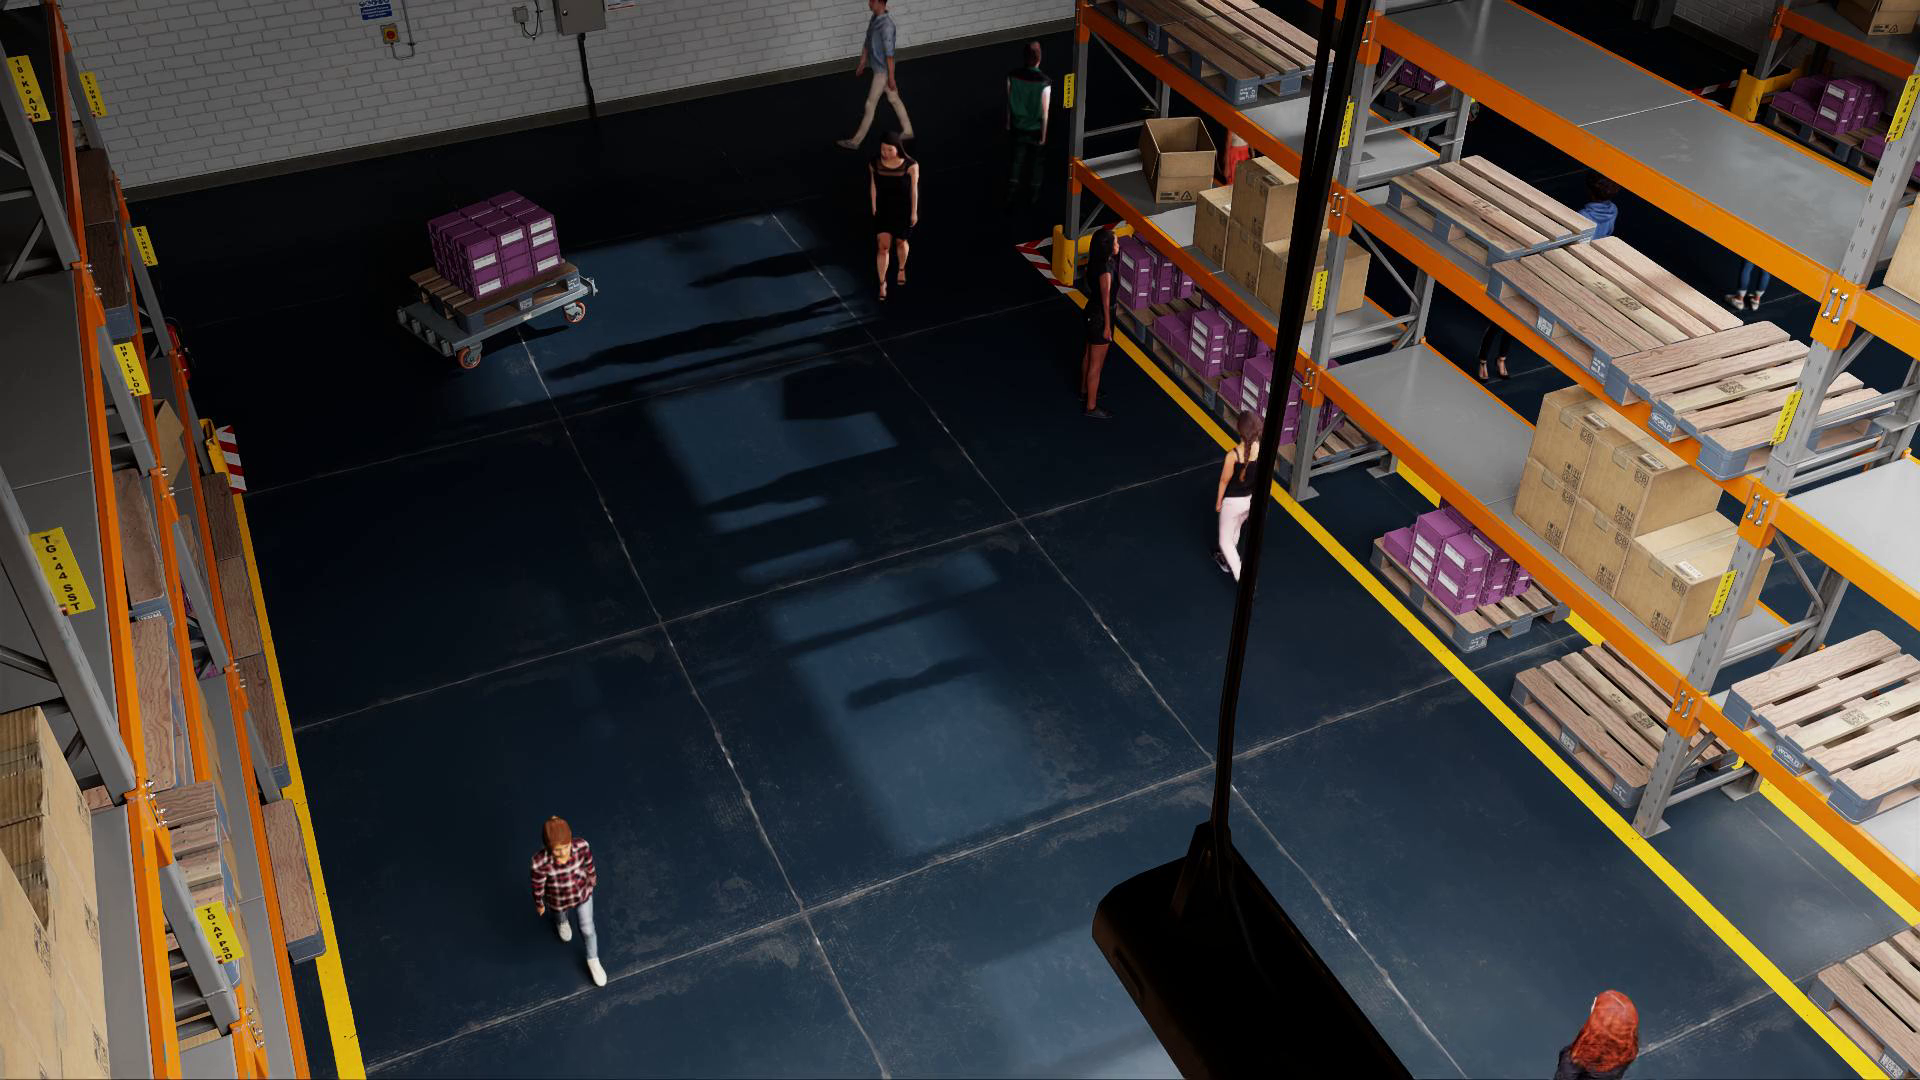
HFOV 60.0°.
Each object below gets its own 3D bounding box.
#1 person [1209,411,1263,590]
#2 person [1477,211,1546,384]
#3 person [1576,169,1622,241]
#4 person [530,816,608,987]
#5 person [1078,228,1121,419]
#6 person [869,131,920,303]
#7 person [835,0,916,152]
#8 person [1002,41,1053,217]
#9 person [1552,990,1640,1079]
[{"bbox_3d":[2.101,-0.246,12.356,0.532,1.541,0.959,-14,41,-17],"label":"person"},{"bbox_3d":[4.864,-2.163,14.626,0.646,1.704,0.597,-7,39,-9],"label":"person"},{"bbox_3d":[5.589,-2.498,14.960,0.679,1.810,0.556,-18,42,-21],"label":"person"},{"bbox_3d":[-2.317,2.006,9.746,0.530,1.279,0.841,-17,42,-20],"label":"person"},{"bbox_3d":[1.193,-1.875,14.236,0.718,1.740,0.557,-4,39,-5],"label":"person"},{"bbox_3d":[-0.601,-3.158,15.885,0.858,1.688,0.952,4,39,5],"label":"person"},{"bbox_3d":[-0.771,-5.182,18.328,0.831,1.802,1.157,-10,40,-13],"label":"person"},{"bbox_3d":[0.665,-4.196,17.075,1.047,1.824,1.107,13,40,16],"label":"person"},{"bbox_3d":[3.112,2.885,8.246,0.611,1.778,0.961,-13,40,-16],"label":"person"}]
